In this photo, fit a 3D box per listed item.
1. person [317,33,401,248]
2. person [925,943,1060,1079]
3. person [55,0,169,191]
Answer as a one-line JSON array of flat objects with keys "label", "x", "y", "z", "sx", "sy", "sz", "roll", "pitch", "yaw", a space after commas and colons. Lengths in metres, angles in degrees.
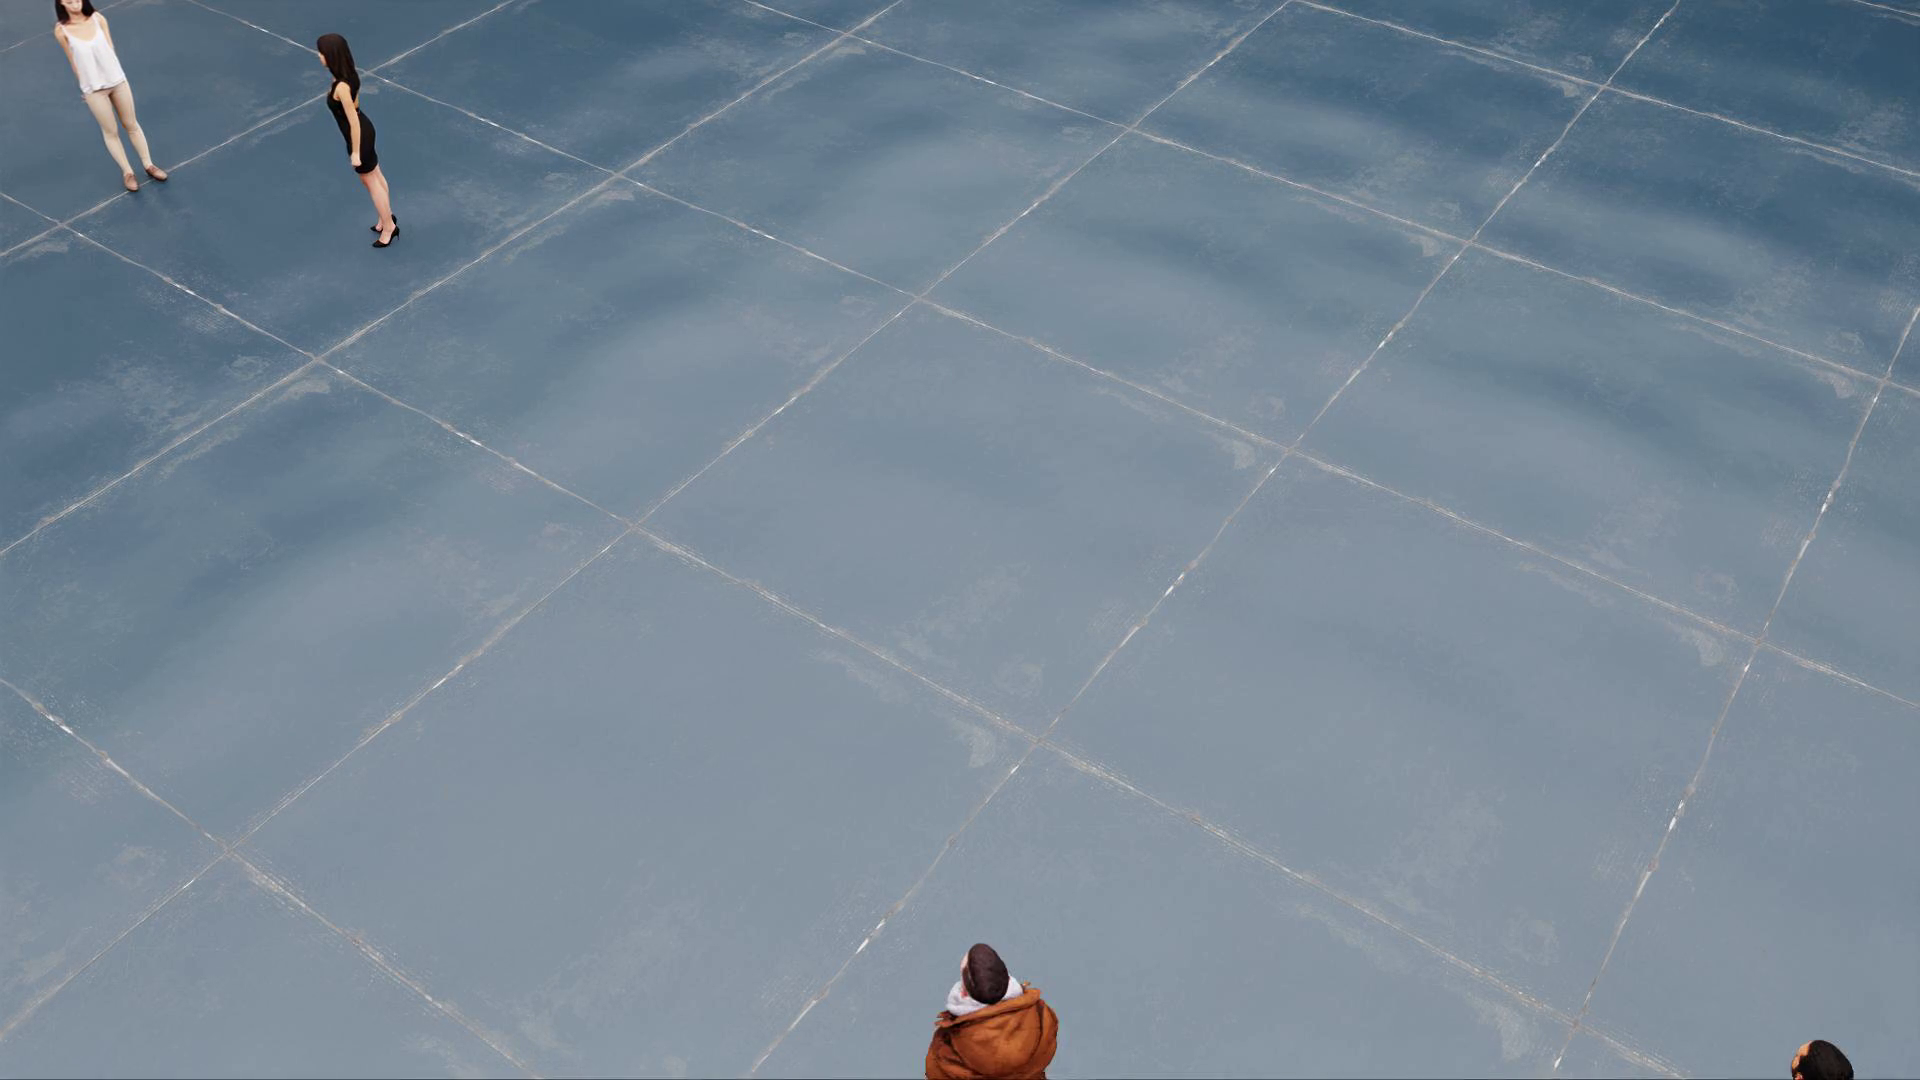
[{"label": "person", "x": -4.372, "y": -2.912, "z": 12.128, "sx": 0.689, "sy": 1.649, "sz": 0.616, "roll": -9, "pitch": 44, "yaw": -10}, {"label": "person", "x": 0.183, "y": 2.288, "z": 6.441, "sx": 0.833, "sy": 1.810, "sz": 0.872, "roll": -12, "pitch": 44, "yaw": -13}, {"label": "person", "x": -6.587, "y": -3.515, "z": 12.771, "sx": 0.566, "sy": 1.652, "sz": 0.617, "roll": 26, "pitch": 49, "yaw": 25}]
